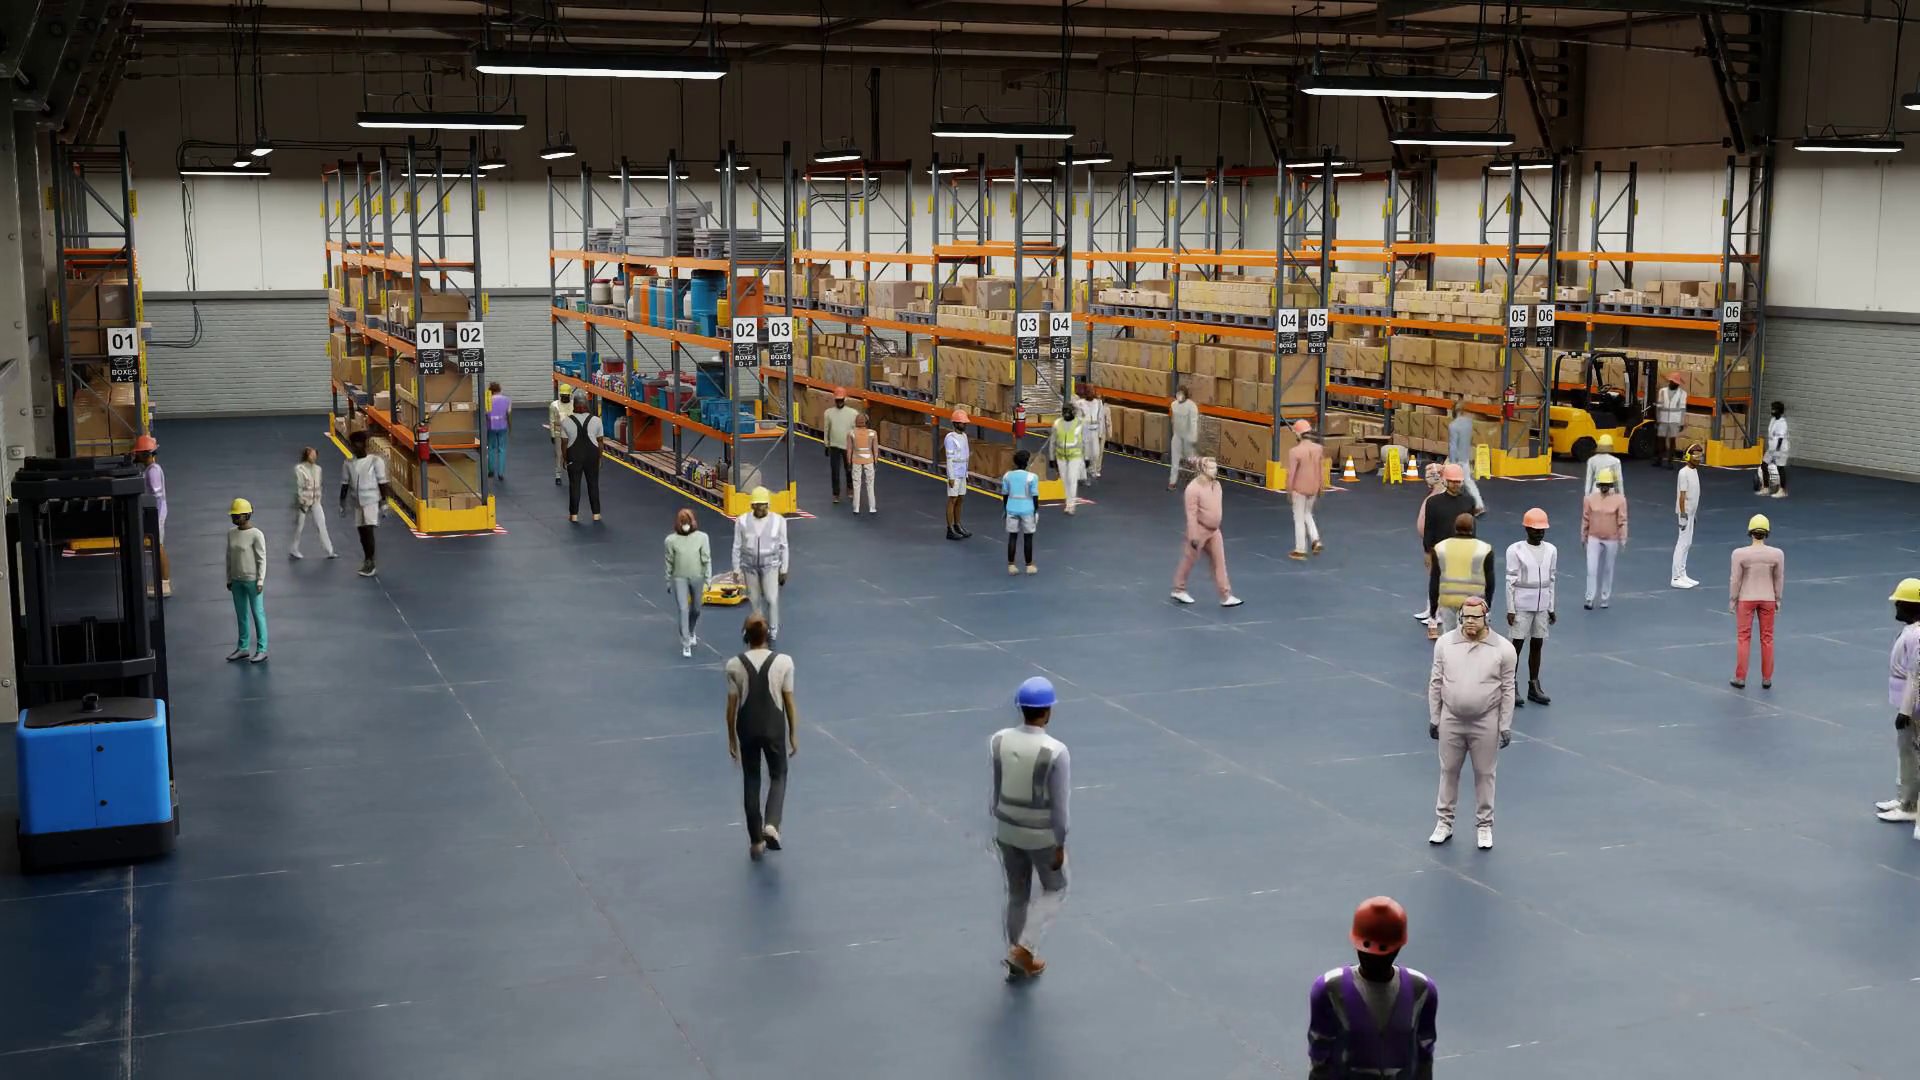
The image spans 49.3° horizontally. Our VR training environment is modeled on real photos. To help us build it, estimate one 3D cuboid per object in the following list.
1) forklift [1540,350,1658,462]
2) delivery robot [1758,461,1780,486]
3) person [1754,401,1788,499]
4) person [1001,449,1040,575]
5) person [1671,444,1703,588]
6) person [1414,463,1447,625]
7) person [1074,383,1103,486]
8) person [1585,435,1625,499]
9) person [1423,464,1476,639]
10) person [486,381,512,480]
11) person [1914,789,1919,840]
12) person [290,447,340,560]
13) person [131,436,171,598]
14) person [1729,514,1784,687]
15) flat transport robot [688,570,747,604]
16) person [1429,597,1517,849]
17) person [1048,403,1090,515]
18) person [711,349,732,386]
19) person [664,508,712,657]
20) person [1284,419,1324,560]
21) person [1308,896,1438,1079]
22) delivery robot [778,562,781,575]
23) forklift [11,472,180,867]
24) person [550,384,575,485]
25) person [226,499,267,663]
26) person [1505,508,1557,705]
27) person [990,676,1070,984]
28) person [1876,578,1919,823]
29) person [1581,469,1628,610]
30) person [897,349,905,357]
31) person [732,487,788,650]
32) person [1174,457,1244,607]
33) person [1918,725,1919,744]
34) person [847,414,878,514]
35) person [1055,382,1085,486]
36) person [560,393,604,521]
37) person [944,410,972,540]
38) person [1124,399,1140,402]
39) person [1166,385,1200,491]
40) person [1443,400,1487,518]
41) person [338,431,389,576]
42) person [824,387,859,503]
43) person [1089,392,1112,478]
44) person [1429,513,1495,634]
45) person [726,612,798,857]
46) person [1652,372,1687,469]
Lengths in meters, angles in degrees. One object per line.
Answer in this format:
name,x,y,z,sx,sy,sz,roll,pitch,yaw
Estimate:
forklift,12.897,-2.725,42.309,2.313,2.155,1.214,-3,9,-21
delivery robot,14.340,-1.165,37.035,0.477,0.478,0.707,2,9,12
person,13.961,-1.550,36.008,0.621,1.672,0.558,0,9,0
person,0.826,-0.378,28.168,0.540,1.695,0.317,4,9,24
person,9.477,-0.320,27.234,0.313,1.862,0.535,6,10,34
person,5.593,0.041,24.701,0.407,1.902,0.639,0,9,2
person,2.328,-1.903,37.764,0.570,1.865,0.472,-3,9,-16
person,9.267,-0.668,30.122,0.917,1.694,0.491,-8,12,-43
person,5.565,0.128,23.803,0.609,1.997,0.375,-1,9,-8
person,-8.622,-2.047,38.929,0.571,1.812,0.790,-3,9,-17
person,7.474,1.393,15.843,0.572,1.849,0.434,-8,12,-42
person,-9.141,-0.514,29.411,0.855,1.593,0.523,5,10,32
person,-10.244,-0.302,26.512,0.396,2.042,0.611,-4,9,-23
person,8.083,0.621,21.280,0.523,1.769,0.310,1,9,6
flat transport robot,-2.889,0.589,26.597,0.652,0.197,1.431,3,9,18
person,3.851,1.370,15.821,0.639,1.909,0.409,4,9,23
person,1.726,-1.318,34.040,0.658,1.809,0.878,4,9,22
person,-5.654,-3.717,49.679,0.633,1.929,0.548,2,9,15
person,-3.002,0.432,23.068,0.499,1.606,0.722,-2,9,-15
person,4.822,-0.711,29.443,0.643,1.980,0.430,-5,10,-32
person,1.729,2.414,8.765,0.547,1.934,0.376,-1,9,-4
delivery robot,-2.523,0.244,27.639,0.477,0.478,0.707,0,8,2
forklift,-6.630,0.886,15.957,1.129,2.768,1.873,-3,9,-21
person,-7.154,-1.925,38.056,0.589,1.827,0.404,-3,9,-21
person,-7.701,0.430,22.555,0.529,1.768,0.312,4,9,25
person,5.611,0.646,20.544,0.544,1.939,0.354,-3,9,-17
person,0.423,1.799,12.894,0.613,1.933,0.492,7,11,38
person,7.462,1.260,16.516,0.374,1.933,0.599,4,9,24
person,7.815,0.011,25.453,0.547,1.723,0.889,4,9,22
person,-1.537,-3.989,52.497,0.345,1.617,0.519,-3,9,-17
person,-2.219,0.322,23.133,0.612,1.804,0.673,0,9,2
person,3.034,-0.102,25.804,0.663,1.855,1.023,-8,11,-42
person,8.160,1.316,17.191,0.502,1.606,0.774,-8,12,-44
person,-1.588,-1.242,34.131,0.515,1.636,0.314,0,9,1
person,1.939,-1.967,37.784,0.630,1.986,1.049,-3,9,-19
person,-6.027,-1.311,33.392,0.682,2.000,0.537,-2,9,-14
person,-0.014,-0.989,31.440,0.361,1.939,0.542,5,10,28
person,3.943,-3.329,47.226,0.575,1.885,0.355,0,9,-2
person,4.066,-1.849,37.397,0.968,1.897,0.655,-8,11,-41
person,8.062,-1.302,33.697,0.647,1.898,1.012,-8,12,-43
person,-8.038,-0.478,27.981,0.642,1.946,0.709,3,9,17
person,-2.012,-1.652,35.826,0.625,1.959,0.978,1,9,4
person,2.565,-1.938,38.971,0.518,1.620,0.737,-1,9,-4
person,5.089,0.625,21.160,0.620,1.792,0.949,5,10,29
person,-1.472,1.447,15.563,0.534,1.826,0.428,0,9,-1
person,13.690,-2.299,40.322,0.569,1.890,0.525,5,10,31
